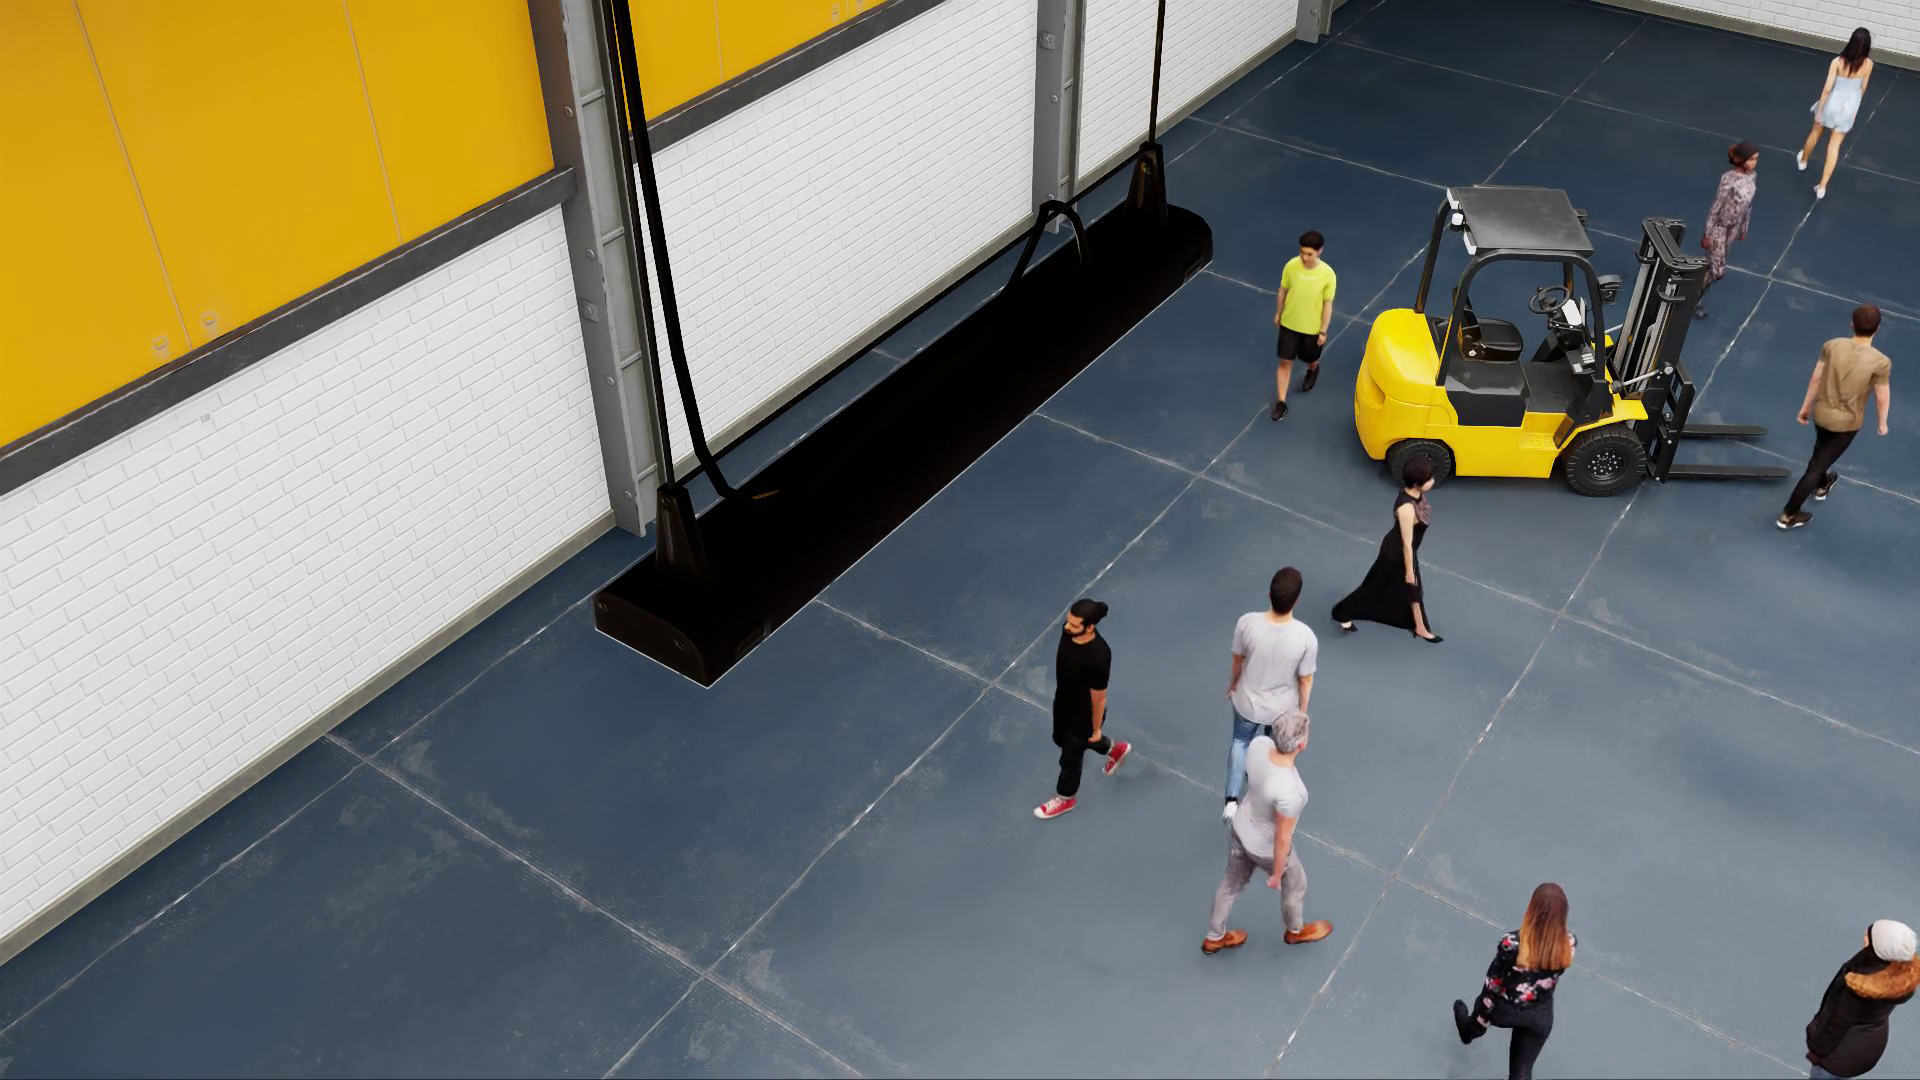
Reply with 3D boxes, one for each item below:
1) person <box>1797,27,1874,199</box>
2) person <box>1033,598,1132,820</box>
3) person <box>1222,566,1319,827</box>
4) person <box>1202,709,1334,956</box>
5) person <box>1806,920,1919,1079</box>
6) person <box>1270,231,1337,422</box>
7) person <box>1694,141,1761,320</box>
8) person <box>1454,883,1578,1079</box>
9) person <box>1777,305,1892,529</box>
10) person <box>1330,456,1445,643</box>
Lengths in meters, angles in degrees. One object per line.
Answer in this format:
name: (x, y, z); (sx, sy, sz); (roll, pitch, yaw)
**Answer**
person: (8.976, -4.331, 16.967); (0.838, 1.682, 1.187); (9, 40, 12)
person: (0.808, 1.011, 10.233); (1.060, 1.738, 0.910); (-16, 41, -19)
person: (1.841, 1.003, 10.140); (0.862, 1.867, 1.108); (12, 40, 15)
person: (1.607, 1.701, 9.334); (1.151, 1.782, 1.048); (-11, 40, -14)
person: (4.523, 2.514, 8.438); (0.639, 1.629, 0.759); (-22, 44, -25)
person: (2.890, -1.856, 13.873); (0.778, 1.675, 1.135); (15, 41, 18)
person: (6.842, -2.834, 15.073); (0.697, 1.707, 0.769); (-17, 42, -21)
person: (2.880, 2.465, 8.496); (0.938, 1.634, 1.157); (2, 39, 2)
person: (6.532, -0.876, 12.537); (1.195, 1.811, 0.993); (-19, 42, -22)
person: (2.953, 0.090, 11.530); (0.851, 1.559, 1.044); (12, 40, 14)
